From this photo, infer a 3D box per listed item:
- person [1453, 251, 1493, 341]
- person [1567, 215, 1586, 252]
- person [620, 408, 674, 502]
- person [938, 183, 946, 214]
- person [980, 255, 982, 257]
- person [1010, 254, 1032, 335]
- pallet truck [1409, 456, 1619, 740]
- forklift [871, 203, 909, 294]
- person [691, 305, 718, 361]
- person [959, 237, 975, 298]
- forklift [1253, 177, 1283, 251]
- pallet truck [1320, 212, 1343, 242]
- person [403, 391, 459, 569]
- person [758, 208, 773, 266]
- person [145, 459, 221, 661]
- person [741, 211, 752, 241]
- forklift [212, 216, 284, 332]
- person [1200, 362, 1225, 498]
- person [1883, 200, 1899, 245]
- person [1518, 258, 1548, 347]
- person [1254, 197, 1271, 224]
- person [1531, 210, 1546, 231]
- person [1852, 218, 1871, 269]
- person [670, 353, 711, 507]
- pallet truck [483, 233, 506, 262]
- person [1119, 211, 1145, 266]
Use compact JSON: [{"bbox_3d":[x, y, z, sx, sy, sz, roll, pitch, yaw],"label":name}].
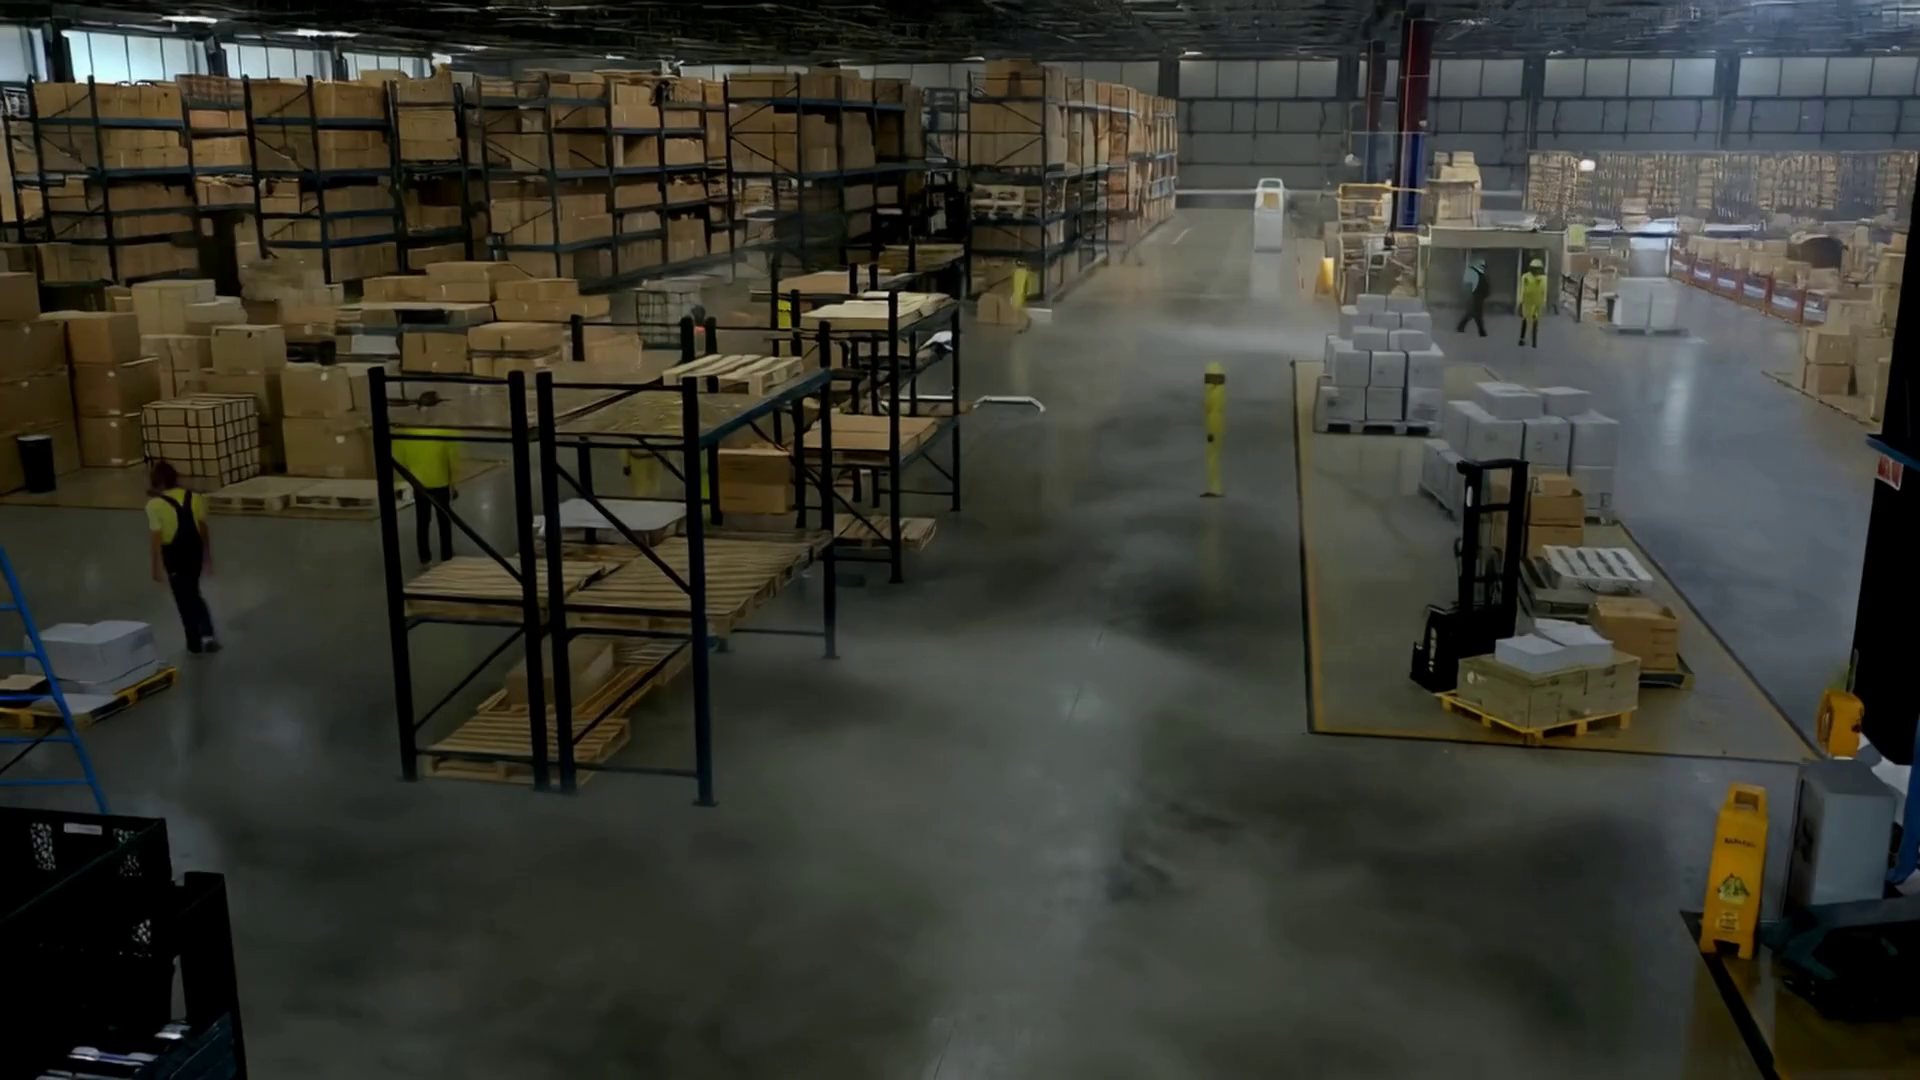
[{"bbox_3d":[11.544,-5.512,37.309,0.989,2.000,0.685,11,18,38],"label":"person"},{"bbox_3d":[20.804,-10.039,56.152,0.607,1.815,0.481,-1,14,-3],"label":"person"},{"bbox_3d":[-3.597,-0.940,19.046,0.598,1.905,0.505,-8,16,-29],"label":"person"},{"bbox_3d":[-0.985,-19.188,93.481,0.449,1.727,0.498,10,17,36],"label":"person"},{"bbox_3d":[0.839,-9.280,53.316,0.535,1.699,0.318,-8,16,-28],"label":"person"},{"bbox_3d":[1.383,-5.645,38.227,0.436,1.857,0.553,-7,16,-27],"label":"person"},{"bbox_3d":[4.504,0.400,13.395,0.823,1.965,1.885,-6,15,-23],"label":"pallet truck"},{"bbox_3d":[-1.755,-7.080,41.949,1.129,2.768,1.873,3,14,10],"label":"forklift"},{"bbox_3d":[-4.035,-2.696,26.068,0.399,1.957,0.599,11,18,37],"label":"person"},{"bbox_3d":[0.179,-7.679,46.850,0.535,1.665,0.786,3,14,10],"label":"person"},{"bbox_3d":[12.083,-12.747,64.956,1.129,2.768,1.873,3,14,10],"label":"forklift"},{"bbox_3d":[15.874,-13.227,70.310,0.680,1.201,1.601,10,17,35],"label":"pallet truck"},{"bbox_3d":[-5.627,-0.632,17.764,0.581,1.919,0.398,1,14,3],"label":"person"},{"bbox_3d":[-6.673,-10.486,57.614,0.628,1.998,1.054,0,14,1],"label":"person"},{"bbox_3d":[-6.847,0.187,14.619,0.393,1.823,0.510,7,16,28],"label":"person"},{"bbox_3d":[-8.951,-13.303,69.859,0.530,1.596,0.851,2,14,8],"label":"person"},{"bbox_3d":[-15.464,-5.432,35.258,1.873,2.768,1.129,-4,14,-15],"label":"forklift"},{"bbox_3d":[3.223,-1.405,21.247,0.322,1.742,0.493,4,14,16],"label":"person"},{"bbox_3d":[38.342,-13.013,68.227,0.718,1.807,0.624,2,14,9],"label":"person"},{"bbox_3d":[12.401,-5.134,36.009,0.542,1.928,0.374,4,14,14],"label":"person"},{"bbox_3d":[12.628,-13.363,69.513,0.643,1.885,1.046,5,15,19],"label":"person"},{"bbox_3d":[21.812,-11.603,62.757,0.532,1.693,0.319,2,14,8],"label":"person"},{"bbox_3d":[30.255,-9.940,55.871,0.526,1.756,0.536,9,17,34],"label":"person"},{"bbox_3d":[-3.377,-1.364,20.681,0.634,1.940,0.367,8,16,31],"label":"person"},{"bbox_3d":[-11.832,-7.026,43.548,1.885,1.965,0.823,8,16,28],"label":"pallet truck"},{"bbox_3d":[5.995,-10.507,57.952,0.934,1.875,0.638,4,14,17],"label":"person"}]
